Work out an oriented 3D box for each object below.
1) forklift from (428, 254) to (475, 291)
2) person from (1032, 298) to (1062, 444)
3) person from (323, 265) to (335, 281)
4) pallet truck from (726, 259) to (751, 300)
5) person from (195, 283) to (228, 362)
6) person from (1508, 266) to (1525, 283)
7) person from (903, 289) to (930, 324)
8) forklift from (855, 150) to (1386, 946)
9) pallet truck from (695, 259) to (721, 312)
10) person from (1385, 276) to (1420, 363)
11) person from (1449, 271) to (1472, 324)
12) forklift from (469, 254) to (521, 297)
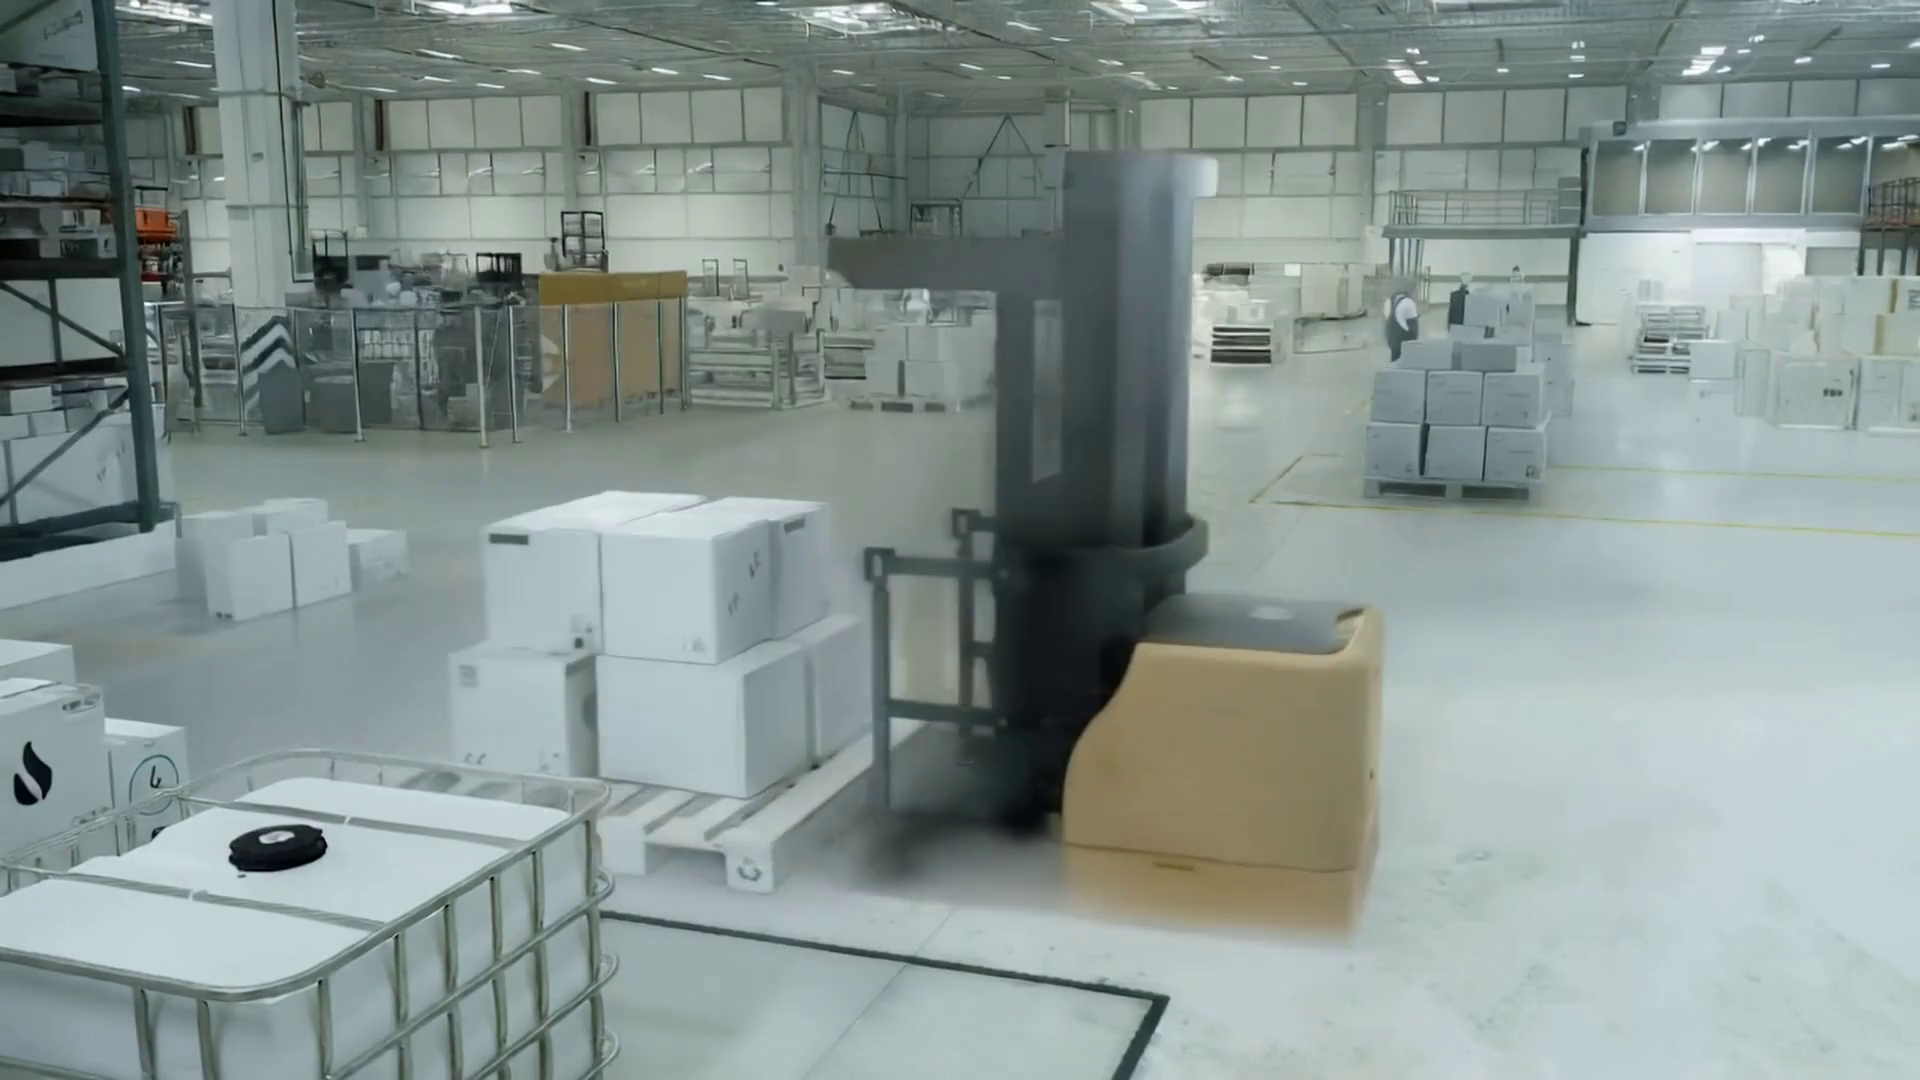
[{"bbox_3d":[-20.133,-10.254,65.465,1.157,1.987,2.680,3,11,19],"label":"forklift"},{"bbox_3d":[1.120,-2.155,21.033,0.562,1.871,1.023,5,11,25],"label":"person"},{"bbox_3d":[-22.245,-8.843,58.944,0.917,1.782,0.626,-8,13,-38],"label":"person"},{"bbox_3d":[-7.986,-9.493,62.019,0.823,1.965,1.885,3,11,17],"label":"pallet truck"},{"bbox_3d":[-14.242,-3.975,31.581,0.961,1.787,0.600,4,11,22],"label":"person"},{"bbox_3d":[16.630,-7.271,49.827,0.341,1.882,0.586,-7,12,-35],"label":"person"},{"bbox_3d":[-0.998,-5.263,38.098,0.605,2.034,0.388,-1,10,-3],"label":"person"},{"bbox_3d":[0.662,-0.053,6.373,1.873,2.768,1.129,3,11,19],"label":"forklift"},{"bbox_3d":[-9.165,-9.627,62.776,0.823,1.965,1.885,4,11,23],"label":"pallet truck"},{"bbox_3d":[7.258,-3.387,27.512,0.763,2.000,0.698,-5,11,-27],"label":"person"},{"bbox_3d":[9.744,-4.195,32.191,0.609,1.995,0.376,-2,10,-10],"label":"person"},{"bbox_3d":[-17.990,-10.121,64.684,1.157,1.987,2.680,3,11,17],"label":"forklift"}]
